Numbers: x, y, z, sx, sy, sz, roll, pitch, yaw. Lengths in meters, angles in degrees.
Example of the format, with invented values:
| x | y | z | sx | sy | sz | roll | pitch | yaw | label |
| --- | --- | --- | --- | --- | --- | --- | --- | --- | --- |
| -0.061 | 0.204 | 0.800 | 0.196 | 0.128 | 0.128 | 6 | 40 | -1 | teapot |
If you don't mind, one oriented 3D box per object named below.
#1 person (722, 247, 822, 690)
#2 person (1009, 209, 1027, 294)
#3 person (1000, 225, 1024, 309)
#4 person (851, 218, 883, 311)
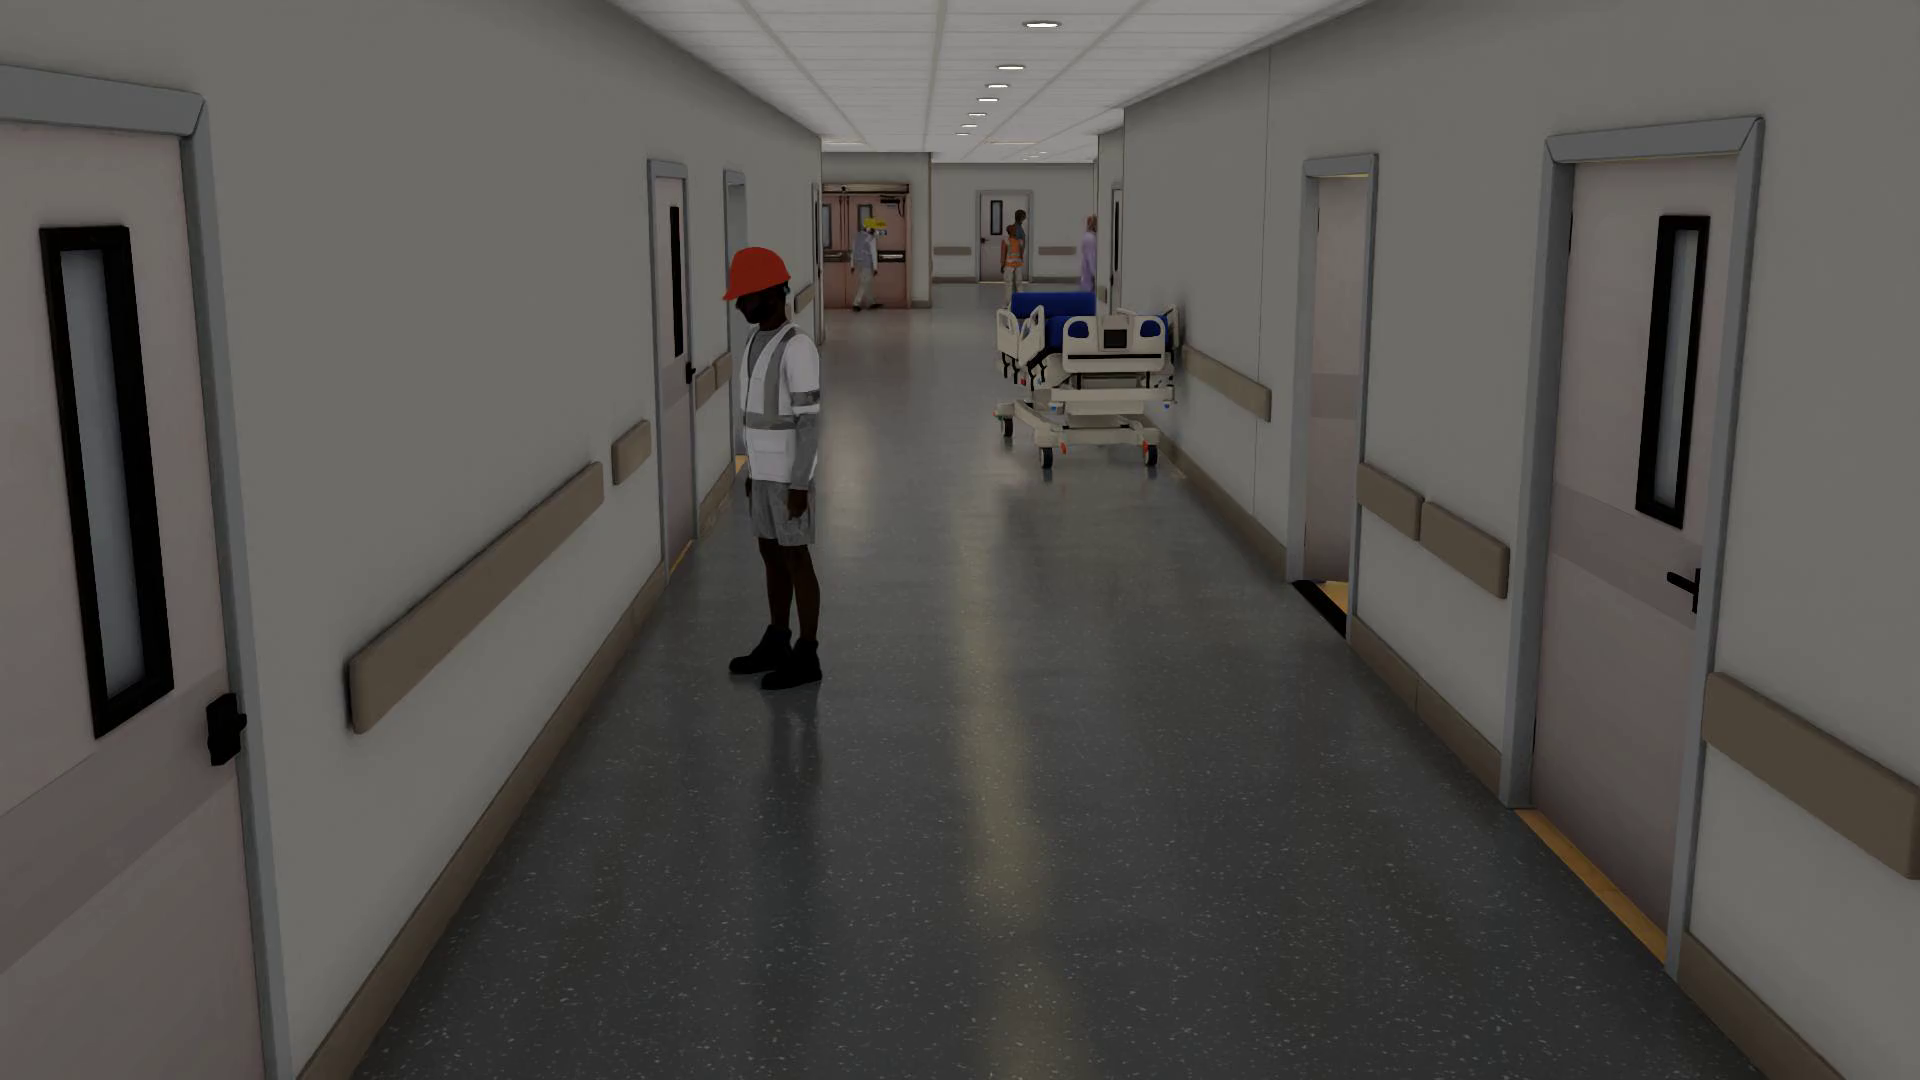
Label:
| x | y | z | sx | sy | sz | roll | pitch | yaw | label |
| --- | --- | --- | --- | --- | --- | --- | --- | --- | --- |
| -0.822 | -0.305 | 7.274 | 0.391 | 1.924 | 0.547 | -7 | 14 | -31 | person |
| 1.133 | -5.518 | 32.664 | 0.377 | 1.931 | 0.636 | 1 | 12 | 4 | person |
| 1.024 | -5.321 | 32.443 | 0.507 | 1.630 | 0.316 | -7 | 14 | -32 | person |
| -1.786 | -5.245 | 31.734 | 0.825 | 1.772 | 0.641 | -10 | 16 | -42 | person |
